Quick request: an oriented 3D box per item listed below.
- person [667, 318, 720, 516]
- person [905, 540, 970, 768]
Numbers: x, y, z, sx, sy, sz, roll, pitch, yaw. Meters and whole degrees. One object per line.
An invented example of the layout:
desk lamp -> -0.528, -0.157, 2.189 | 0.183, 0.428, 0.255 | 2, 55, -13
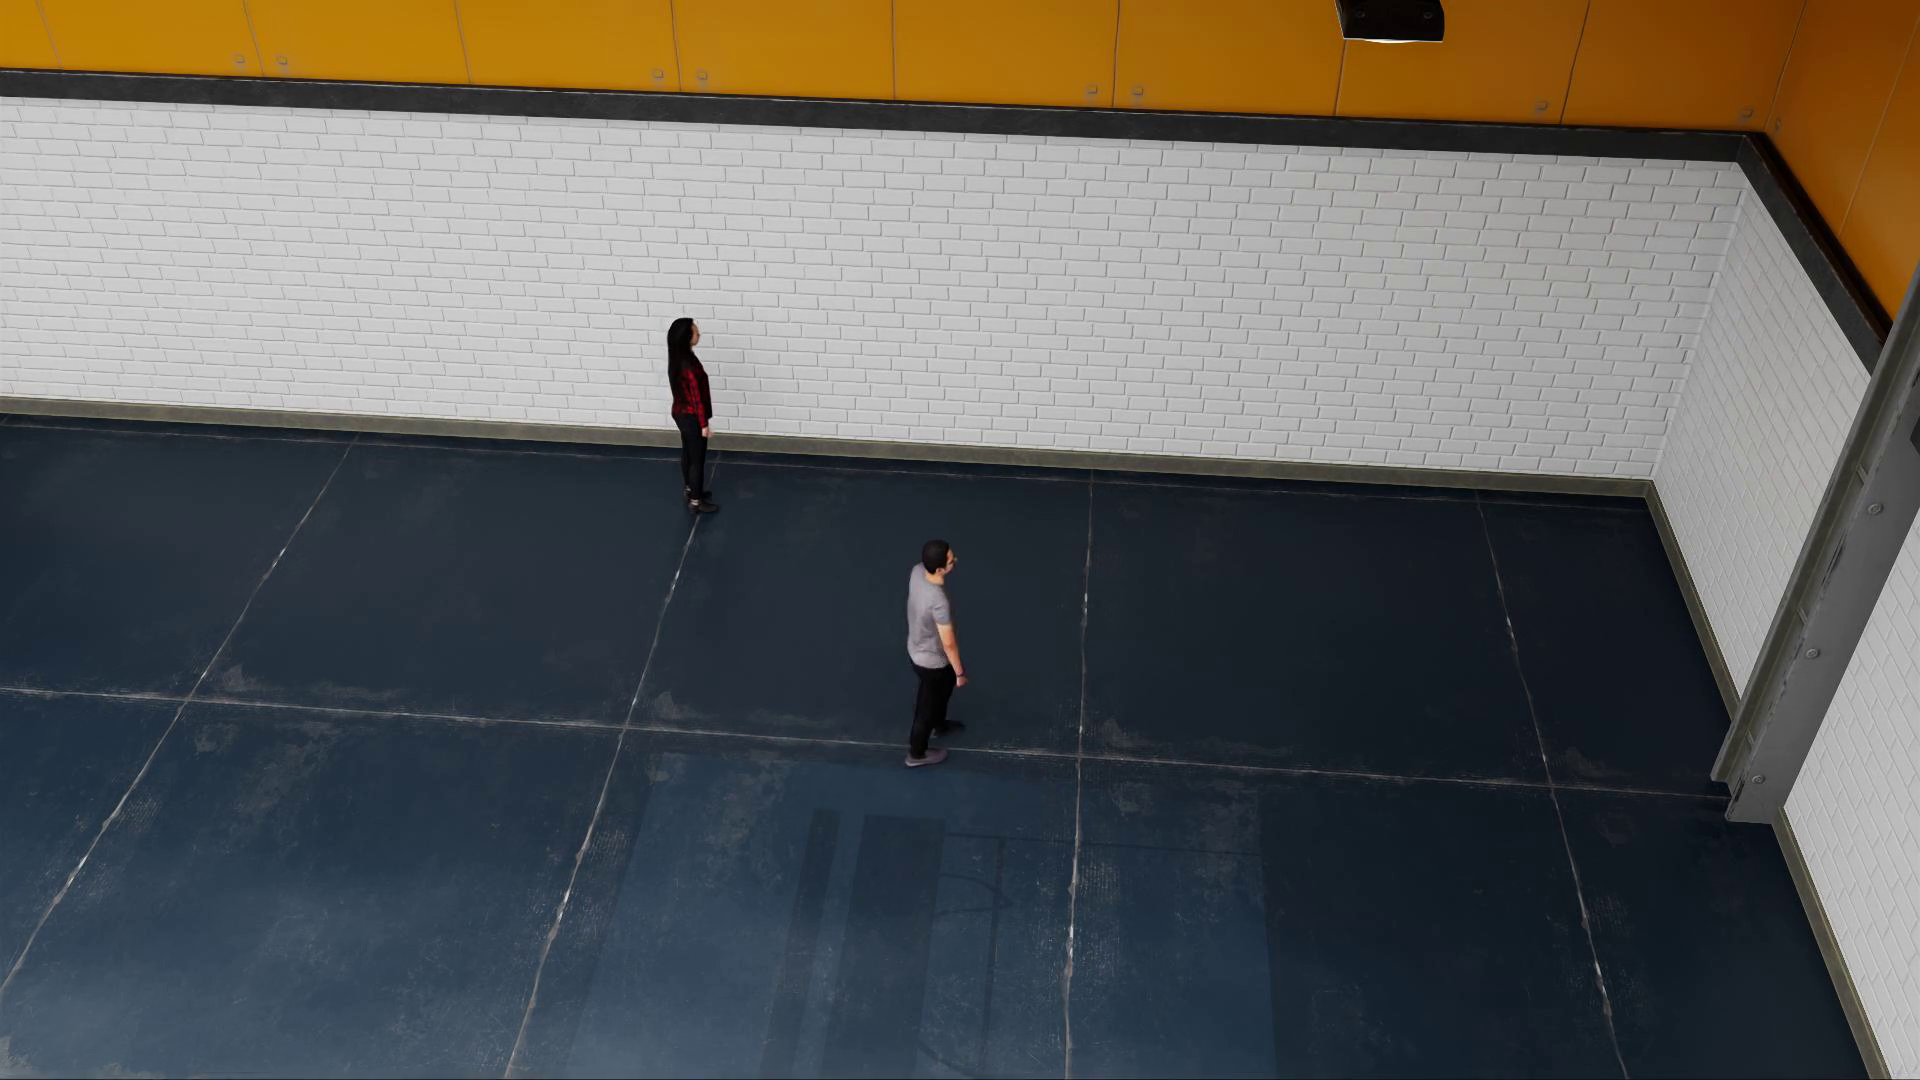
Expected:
person -> -2.017, -0.915, 12.360 | 0.719, 1.651, 0.617 | -18, 42, -21
person -> -0.250, 0.715, 10.251 | 0.848, 1.736, 0.783 | -13, 40, -15
